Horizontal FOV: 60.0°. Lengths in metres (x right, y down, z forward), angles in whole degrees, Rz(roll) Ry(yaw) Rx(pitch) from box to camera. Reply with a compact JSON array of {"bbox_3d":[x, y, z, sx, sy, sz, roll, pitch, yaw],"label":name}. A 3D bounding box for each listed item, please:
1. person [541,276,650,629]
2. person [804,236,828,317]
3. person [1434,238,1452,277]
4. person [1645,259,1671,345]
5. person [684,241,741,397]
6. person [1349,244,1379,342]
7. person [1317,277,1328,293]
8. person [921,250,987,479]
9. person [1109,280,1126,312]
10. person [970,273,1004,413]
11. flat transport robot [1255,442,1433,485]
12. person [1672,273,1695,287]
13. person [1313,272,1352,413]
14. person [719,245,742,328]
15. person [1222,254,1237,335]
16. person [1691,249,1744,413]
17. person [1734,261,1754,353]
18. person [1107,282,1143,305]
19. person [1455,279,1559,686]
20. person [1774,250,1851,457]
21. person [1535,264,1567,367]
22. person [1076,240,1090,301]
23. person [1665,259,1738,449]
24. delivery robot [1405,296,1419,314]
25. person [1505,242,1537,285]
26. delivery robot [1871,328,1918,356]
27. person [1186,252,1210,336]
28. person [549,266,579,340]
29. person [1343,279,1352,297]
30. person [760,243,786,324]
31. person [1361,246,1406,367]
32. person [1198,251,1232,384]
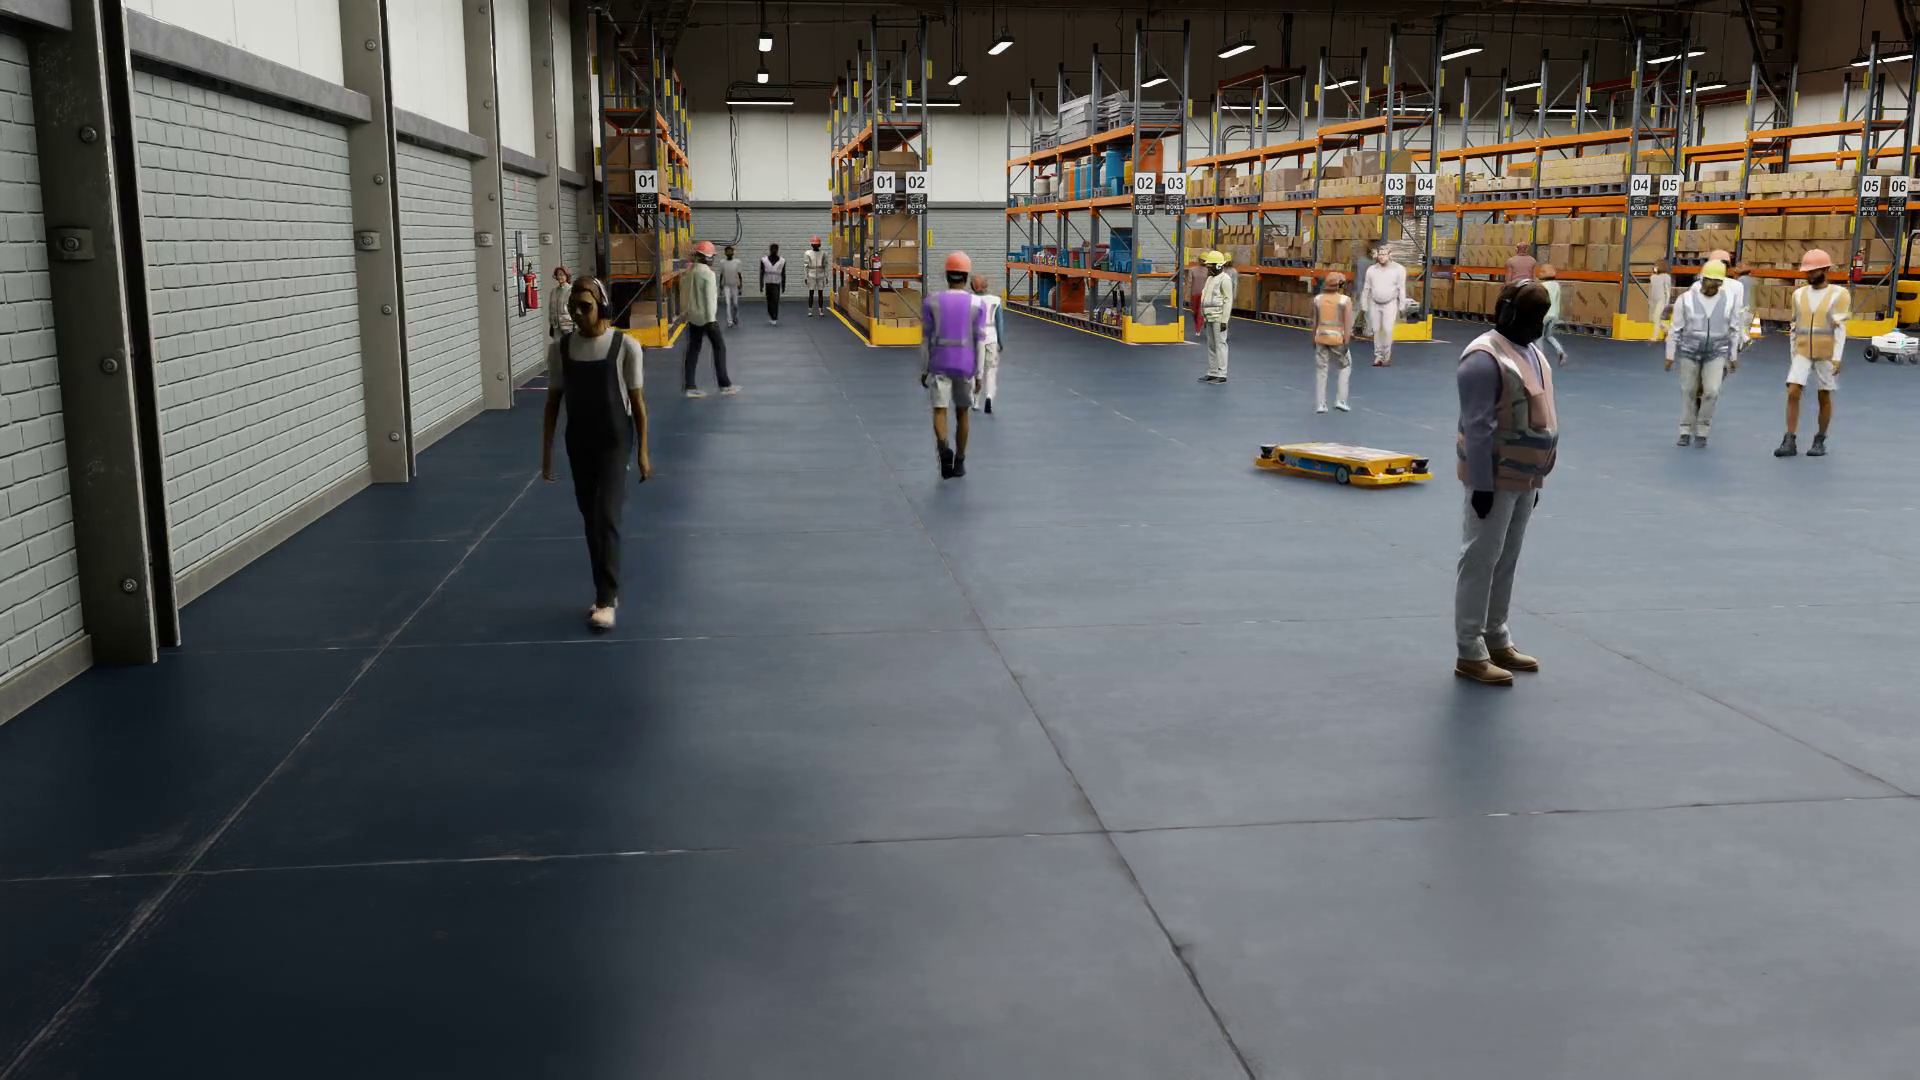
[{"bbox_3d":[-1.931,-0.445,8.636,0.534,1.816,0.773,2,11,10],"label":"person"},{"bbox_3d":[-3.650,-6.701,42.331,0.610,2.040,0.394,-2,10,-9],"label":"person"},{"bbox_3d":[13.478,-7.491,46.823,0.628,1.981,1.063,-4,11,-21],"label":"person"},{"bbox_3d":[13.209,-4.482,31.339,0.569,1.617,0.503,-4,11,-20],"label":"person"},{"bbox_3d":[-3.175,-2.802,21.149,0.902,1.958,0.640,-9,14,-40],"label":"person"},{"bbox_3d":[7.860,-4.770,32.146,0.874,1.881,0.725,9,14,41],"label":"person"},{"bbox_3d":[9.628,-6.948,44.375,0.607,1.776,1.004,0,10,2],"label":"person"},{"bbox_3d":[-0.053,-1.441,13.836,0.547,1.918,0.786,0,10,0],"label":"person"},{"bbox_3d":[4.274,-7.037,45.108,0.540,1.697,0.317,-5,11,-25],"label":"person"},{"bbox_3d":[0.255,-2.276,19.231,0.515,1.611,0.755,0,10,-1],"label":"person"},{"bbox_3d":[3.232,-0.661,14.071,0.652,0.197,1.431,-7,12,-32],"label":"flat transport robot"},{"bbox_3d":[18.769,-6.881,43.316,0.689,2.000,0.972,-2,10,-9],"label":"person"},{"bbox_3d":[4.315,-2.274,19.211,0.526,1.623,0.541,8,13,38],"label":"person"},{"bbox_3d":[-5.132,-5.657,37.131,0.519,1.851,0.547,-1,10,-7],"label":"person"},{"bbox_3d":[5.319,-4.924,33.553,0.499,1.684,0.941,5,11,24],"label":"person"},{"bbox_3d":[8.186,-2.209,18.107,0.593,1.892,0.652,8,13,38],"label":"person"},{"bbox_3d":[13.607,-4.037,28.916,0.503,1.614,0.416,-9,13,-39],"label":"person"},{"bbox_3d":[4.966,-7.939,49.546,1.023,1.898,0.640,-1,10,-3],"label":"person"},{"bbox_3d":[2.508,-0.269,7.639,0.430,1.837,0.620,9,14,41],"label":"person"},{"bbox_3d":[7.800,-1.691,15.231,0.845,1.897,0.563,-9,14,-41],"label":"person"},{"bbox_3d":[8.983,-3.398,25.384,0.508,1.620,0.497,-7,12,-33],"label":"person"},{"bbox_3d":[3.515,-7.382,46.341,0.628,1.940,0.378,-2,11,-11],"label":"person"},{"bbox_3d":[7.150,-1.789,16.026,0.645,1.810,0.496,3,11,15],"label":"person"},{"bbox_3d":[11.173,-5.837,41.409,0.477,0.478,0.707,-1,10,-4],"label":"delivery robot"},{"bbox_3d":[11.739,-5.281,34.913,0.643,1.910,0.400,0,10,-2],"label":"person"},{"bbox_3d":[15.015,-3.157,26.717,0.477,0.478,0.707,-2,11,-13],"label":"delivery robot"},{"bbox_3d":[4.947,-5.082,34.317,0.530,1.722,0.672,3,11,16],"label":"person"},{"bbox_3d":[-5.218,-2.789,21.968,0.522,1.645,0.305,6,12,30],"label":"person"},{"bbox_3d":[10.166,-6.845,43.618,0.473,1.865,0.777,3,11,18],"label":"person"},{"bbox_3d":[-4.371,-5.999,38.937,0.610,1.886,0.904,-1,10,-5],"label":"person"},{"bbox_3d":[6.586,-3.649,26.020,0.668,1.883,0.664,7,12,32],"label":"person"},{"bbox_3d":[3.524,-3.063,22.954,0.403,1.832,0.594,-3,11,-16],"label":"person"}]
